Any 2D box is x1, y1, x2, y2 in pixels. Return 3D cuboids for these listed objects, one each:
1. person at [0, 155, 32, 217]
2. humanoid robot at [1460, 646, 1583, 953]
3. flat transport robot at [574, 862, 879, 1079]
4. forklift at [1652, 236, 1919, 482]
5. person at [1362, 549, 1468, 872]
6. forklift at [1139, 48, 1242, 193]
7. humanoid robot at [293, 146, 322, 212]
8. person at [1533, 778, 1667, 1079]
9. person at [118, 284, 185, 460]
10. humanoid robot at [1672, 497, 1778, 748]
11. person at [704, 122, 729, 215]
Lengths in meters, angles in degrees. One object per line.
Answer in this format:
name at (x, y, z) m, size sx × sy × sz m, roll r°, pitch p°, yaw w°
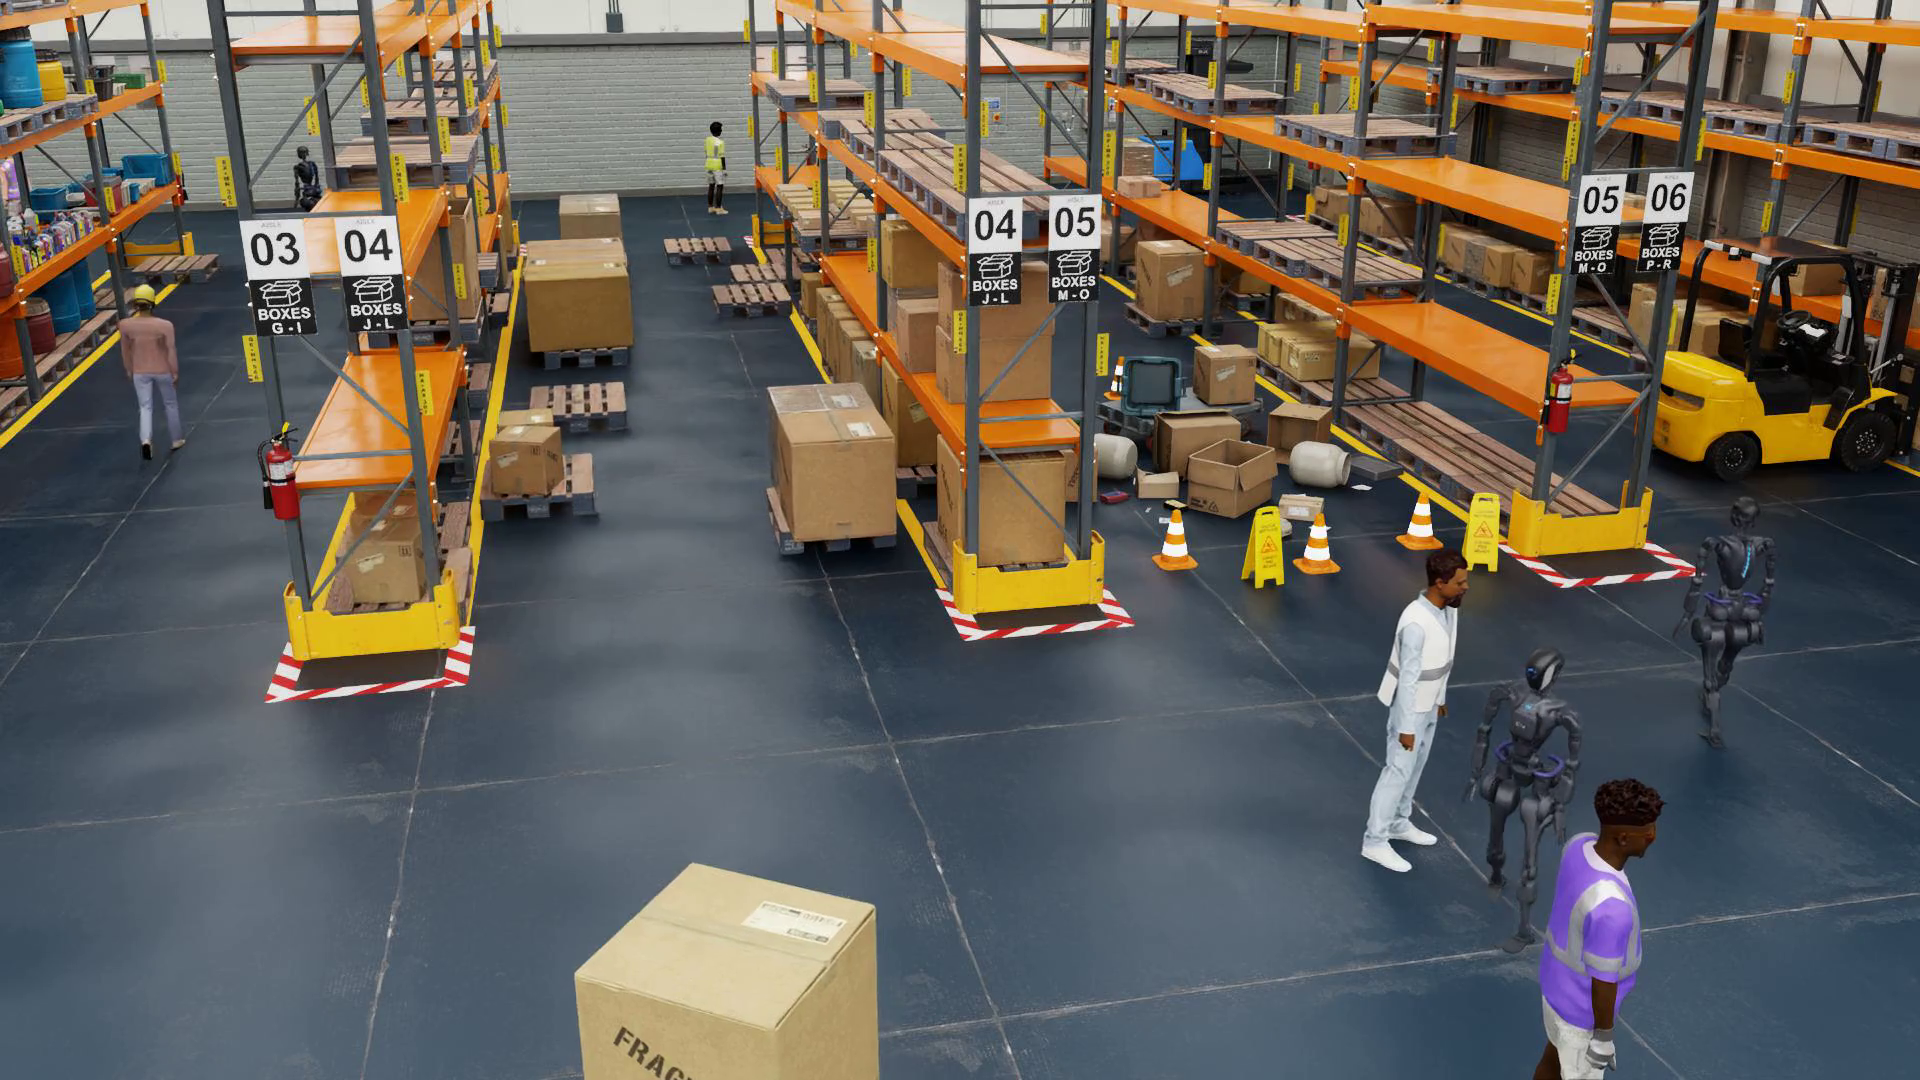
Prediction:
person at (-15.371, -5.565, 27.153) m, size 0.352 × 1.688 × 0.489 m, roll 11°, pitch 23°, yaw 27°
humanoid robot at (2.929, 1.297, 8.738) m, size 0.610 × 1.626 × 0.601 m, roll -19°, pitch 27°, yaw -41°
flat transport robot at (-0.894, 2.672, 7.007) m, size 1.431 × 0.231 × 0.659 m, roll -17°, pitch 26°, yaw -39°
forklift at (8.013, -1.814, 16.330) m, size 2.313 × 2.155 × 1.214 m, roll -4°, pitch 21°, yaw -12°
person at (2.574, 0.930, 9.361) m, size 0.405 × 1.906 × 0.602 m, roll 14°, pitch 25°, yaw 34°
forklift at (4.566, -8.313, 32.860) m, size 1.873 × 2.768 × 1.129 m, roll -4°, pitch 21°, yaw -12°
humanoid robot at (-10.747, -5.703, 27.601) m, size 0.719 × 1.651 × 0.594 m, roll 7°, pitch 22°, yaw 18°
person at (2.566, 1.850, 6.807) m, size 0.370 × 1.958 × 0.596 m, roll 2°, pitch 20°, yaw 5°
person at (-8.065, -1.671, 16.587) m, size 0.525 × 1.736 × 0.761 m, roll -5°, pitch 21°, yaw -14°
humanoid robot at (4.987, 0.484, 10.914) m, size 0.586 × 1.636 × 0.708 m, roll -1°, pitch 20°, yaw -3°
person at (-4.473, -6.818, 30.524) m, size 0.539 × 1.685 × 0.324 m, roll 18°, pitch 27°, yaw 39°
